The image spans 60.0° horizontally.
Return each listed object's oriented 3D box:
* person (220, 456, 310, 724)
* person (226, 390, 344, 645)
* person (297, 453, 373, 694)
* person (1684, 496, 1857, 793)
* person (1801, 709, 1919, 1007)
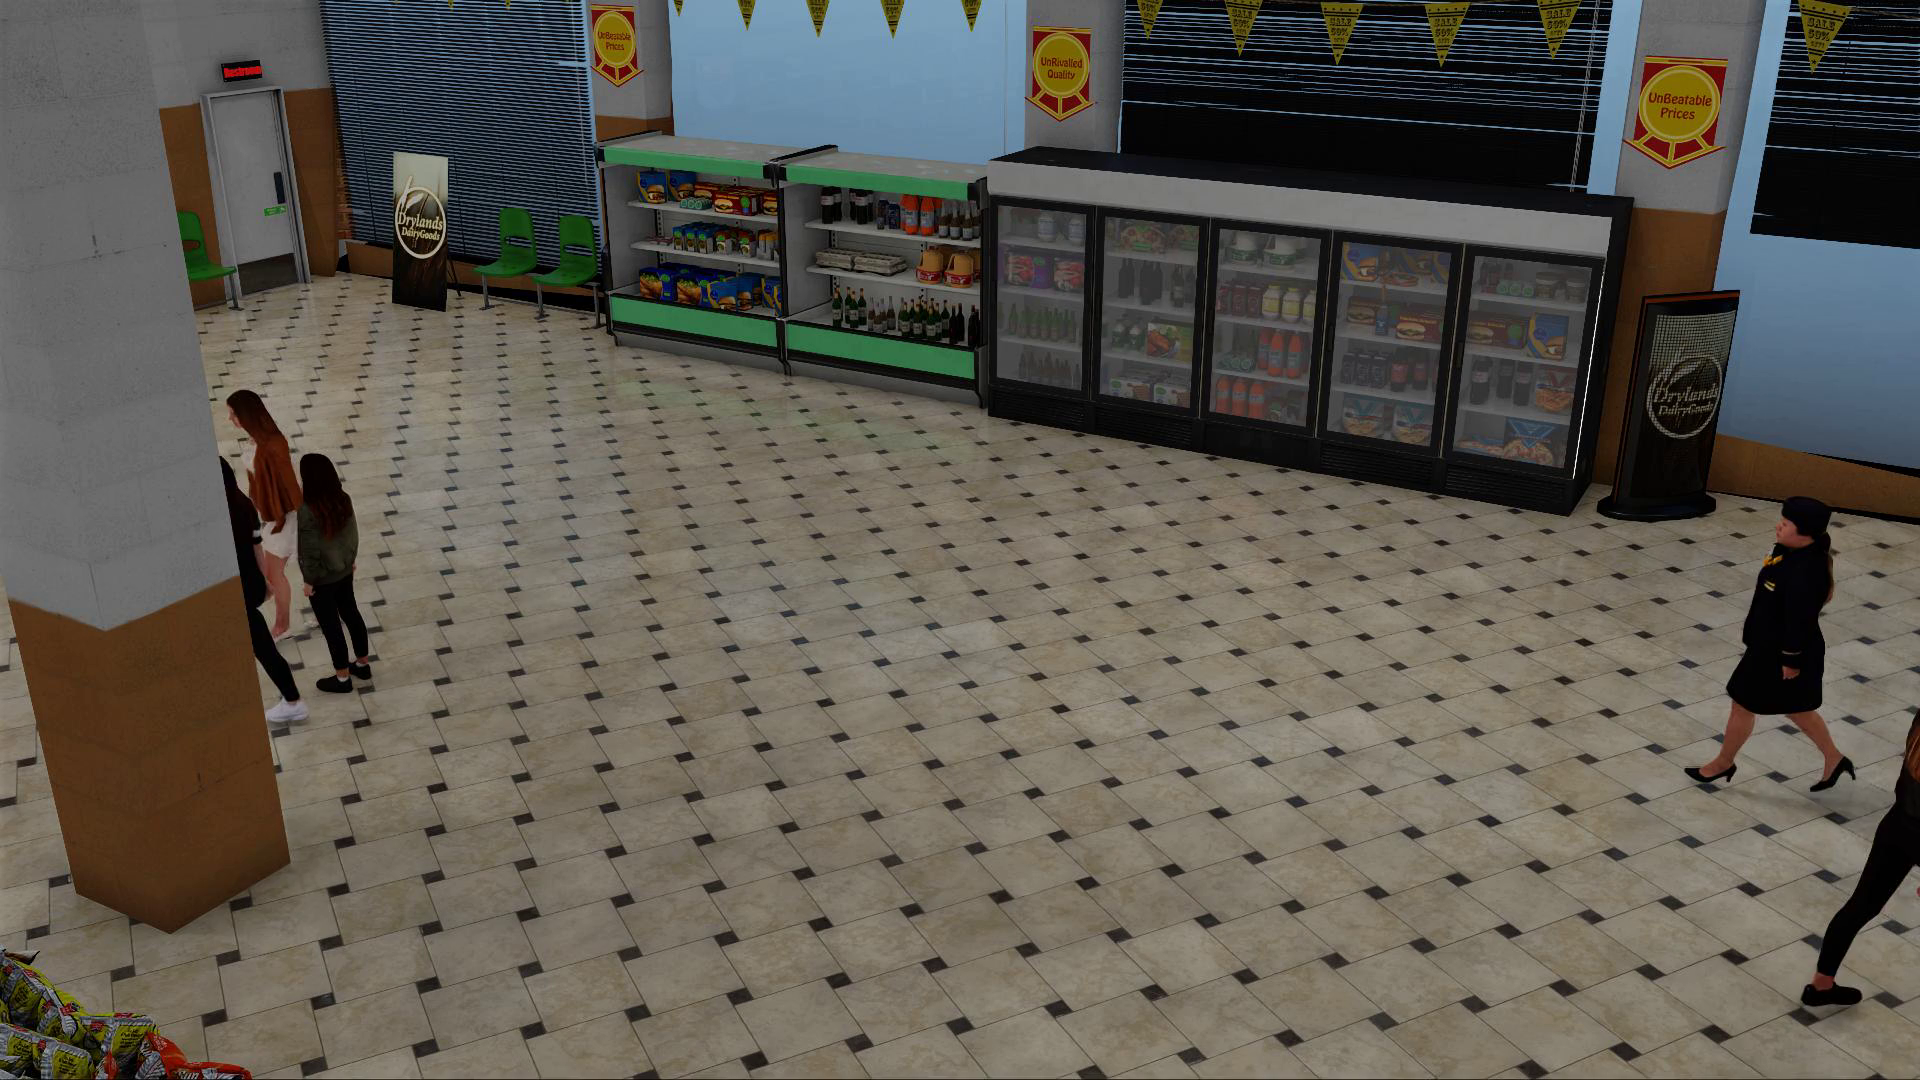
[{"bbox_3d":[-3.993,0.322,9.366,1.138,1.599,0.883,2,22,6],"label":"person"},{"bbox_3d":[-4.158,-0.159,10.459,0.971,1.675,0.931,-13,25,-29],"label":"person"},{"bbox_3d":[-3.733,0.187,9.866,0.558,1.475,0.622,8,23,18],"label":"person"},{"bbox_3d":[4.363,0.594,8.633,1.049,1.639,0.721,11,24,25],"label":"person"},{"bbox_3d":[3.903,1.275,6.914,1.202,1.657,1.058,-3,22,-8],"label":"person"}]
